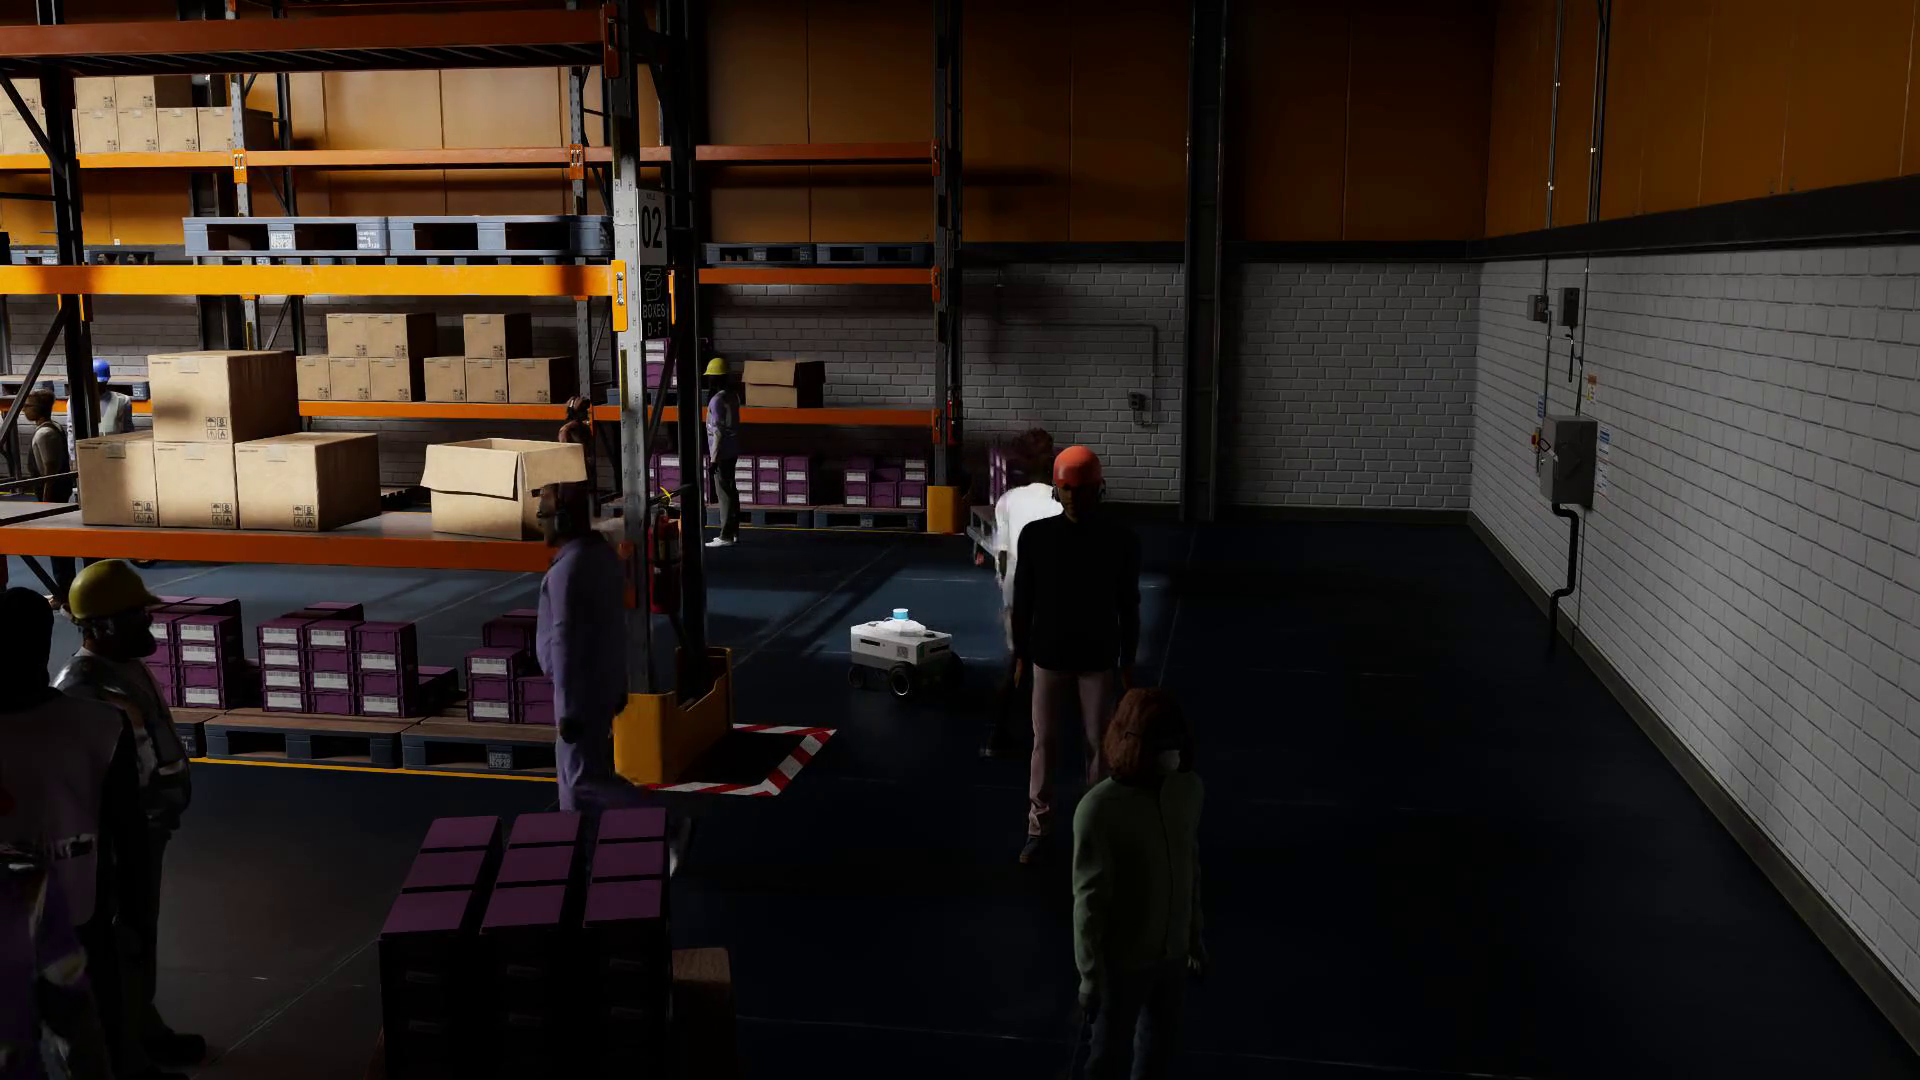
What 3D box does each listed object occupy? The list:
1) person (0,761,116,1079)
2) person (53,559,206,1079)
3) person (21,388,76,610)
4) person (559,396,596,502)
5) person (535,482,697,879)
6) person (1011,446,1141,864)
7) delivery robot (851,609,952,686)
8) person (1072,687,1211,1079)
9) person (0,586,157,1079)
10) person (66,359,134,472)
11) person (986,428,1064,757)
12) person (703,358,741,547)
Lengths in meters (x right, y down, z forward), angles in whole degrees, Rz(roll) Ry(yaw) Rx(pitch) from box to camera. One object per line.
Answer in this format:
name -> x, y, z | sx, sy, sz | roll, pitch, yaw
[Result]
person -> -2.052, 1.295, 3.519 | 0.976, 1.882, 0.569 | 4, 10, 25
person -> -2.838, 0.972, 5.682 | 0.403, 1.837, 0.591 | -2, 9, -13
person -> -7.553, -0.339, 13.797 | 0.331, 1.843, 0.520 | -3, 10, -20
person -> -3.590, -0.535, 15.645 | 0.312, 1.639, 0.518 | 2, 9, 14
person -> -1.607, 0.663, 7.497 | 0.768, 1.878, 0.652 | 1, 9, 4
person -> 0.539, 0.549, 7.822 | 0.608, 1.995, 0.376 | 2, 9, 10
delivery robot -> -0.394, 0.700, 11.048 | 0.707, 0.478, 0.477 | 8, 12, 41
person -> 0.527, 1.217, 4.793 | 0.509, 1.632, 0.268 | -8, 12, -40
person -> -2.619, 1.084, 4.736 | 0.597, 1.918, 0.382 | -3, 10, -20
person -> -8.479, -0.815, 16.460 | 0.602, 1.939, 0.397 | -6, 11, -35
person -> 0.542, 0.305, 9.608 | 0.660, 1.905, 0.757 | 8, 12, 42
person -> -2.425, -0.886, 16.935 | 0.369, 1.927, 0.588 | 1, 9, 9
